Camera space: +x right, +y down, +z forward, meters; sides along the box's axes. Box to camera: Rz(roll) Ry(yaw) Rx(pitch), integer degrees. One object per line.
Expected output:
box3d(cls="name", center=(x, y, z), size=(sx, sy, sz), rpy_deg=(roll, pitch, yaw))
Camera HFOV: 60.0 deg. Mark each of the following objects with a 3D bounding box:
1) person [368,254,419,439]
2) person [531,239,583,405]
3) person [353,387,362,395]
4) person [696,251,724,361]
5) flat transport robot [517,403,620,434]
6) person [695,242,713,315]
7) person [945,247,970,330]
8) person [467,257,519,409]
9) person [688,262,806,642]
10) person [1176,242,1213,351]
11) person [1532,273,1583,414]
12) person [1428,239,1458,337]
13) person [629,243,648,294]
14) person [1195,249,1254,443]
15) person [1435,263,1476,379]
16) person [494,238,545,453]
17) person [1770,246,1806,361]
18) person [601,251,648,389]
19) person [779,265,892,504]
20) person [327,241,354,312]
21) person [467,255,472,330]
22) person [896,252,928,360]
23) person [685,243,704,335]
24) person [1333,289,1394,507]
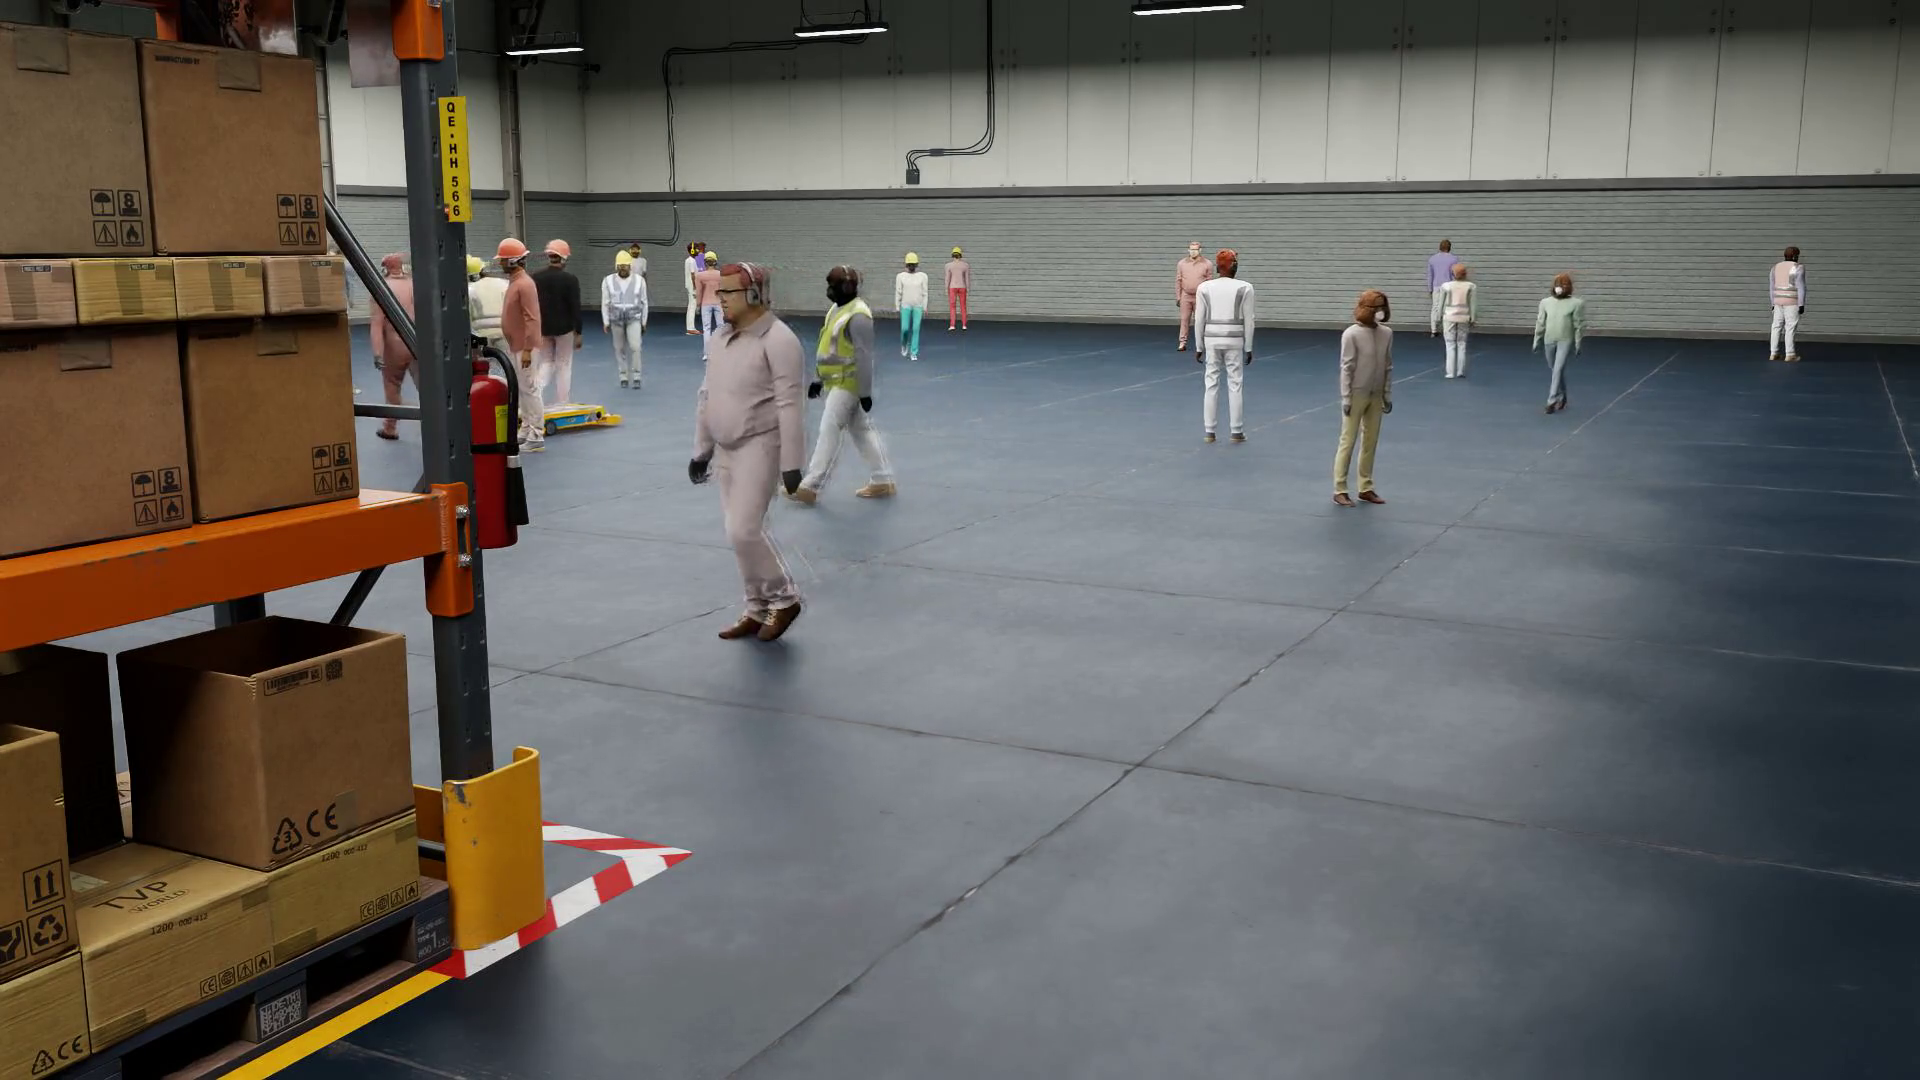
box3d(cls="person", center=(-5.433, -1.869, 16.296), size=(0.703, 1.843, 1.032), rpy_deg=(-9, 13, -39))
box3d(cls="person", center=(-4.470, -2.323, 18.368), size=(0.649, 1.977, 0.555), rpy_deg=(3, 11, 16))
box3d(cls="person", center=(-7.972, -2.624, 20.866), size=(0.534, 1.667, 0.779), rpy_deg=(9, 13, 39))
box3d(cls="person", center=(-4.012, -3.778, 26.922), size=(0.524, 1.760, 0.327), rpy_deg=(-2, 11, -12))
box3d(cls="flat transport robot", center=(-4.257, -1.263, 17.260), size=(0.652, 0.197, 1.431), rpy_deg=(6, 12, 29))
box3d(cls="person", center=(-6.539, -6.587, 42.018), size=(0.572, 1.835, 0.393), rpy_deg=(3, 11, 18))
box3d(cls="person", center=(-0.062, -5.357, 35.510), size=(0.532, 1.765, 0.323), rpy_deg=(-2, 11, -10))
box3d(cls="person", center=(-5.327, -2.312, 18.893), size=(0.670, 1.779, 0.406), rpy_deg=(-6, 12, -32))
box3d(cls="person", center=(-1.070, -0.424, 8.271), size=(0.434, 1.888, 0.647), rpy_deg=(-8, 13, -37))
box3d(cls="person", center=(4.089, -4.249, 29.079), size=(0.642, 1.909, 0.399), rpy_deg=(3, 11, 14))
box3d(cls="person", center=(6.901, -2.269, 19.151), size=(0.505, 1.602, 0.849), rpy_deg=(9, 14, 40))
box3d(cls="person", center=(9.604, -4.998, 33.074), size=(0.627, 1.941, 0.374), rpy_deg=(9, 14, 41))
box3d(cls="person", center=(-7.127, -5.580, 36.493), size=(0.557, 1.848, 0.460), rpy_deg=(-2, 11, -11))
box3d(cls="person", center=(2.583, -1.891, 16.279), size=(0.574, 1.884, 0.358), rpy_deg=(4, 11, 19))
box3d(cls="person", center=(7.029, -3.105, 23.611), size=(0.525, 1.635, 0.435), rpy_deg=(1, 10, 5))
box3d(cls="person", center=(-4.114, -1.813, 15.562), size=(0.392, 1.991, 0.612), rpy_deg=(-5, 12, -26))
box3d(cls="person", center=(13.402, -3.818, 26.904), size=(0.429, 1.845, 0.627), rpy_deg=(-5, 11, -25))
box3d(cls="person", center=(-4.416, -2.880, 21.896), size=(0.591, 1.799, 0.807), rpy_deg=(-2, 11, -8))
box3d(cls="person", center=(-0.925, -1.176, 12.651), size=(0.928, 1.798, 0.630), rpy_deg=(-3, 11, -15))
box3d(cls="person", center=(-10.714, -4.180, 28.652), size=(0.647, 1.927, 0.559), rpy_deg=(2, 11, 10))
box3d(cls="person", center=(-7.517, -3.509, 25.574), size=(0.500, 1.718, 0.765), rpy_deg=(0, 10, -1))
box3d(cls="person", center=(-0.778, -3.786, 27.001), size=(0.523, 1.748, 0.438), rpy_deg=(-1, 10, -3))
box3d(cls="person", center=(-5.458, -5.134, 34.009), size=(0.310, 1.868, 0.534), rpy_deg=(-4, 11, -19))
box3d(cls="person", center=(3.042, -1.061, 12.473), size=(0.500, 1.626, 0.302), rpy_deg=(-6, 12, -30))
